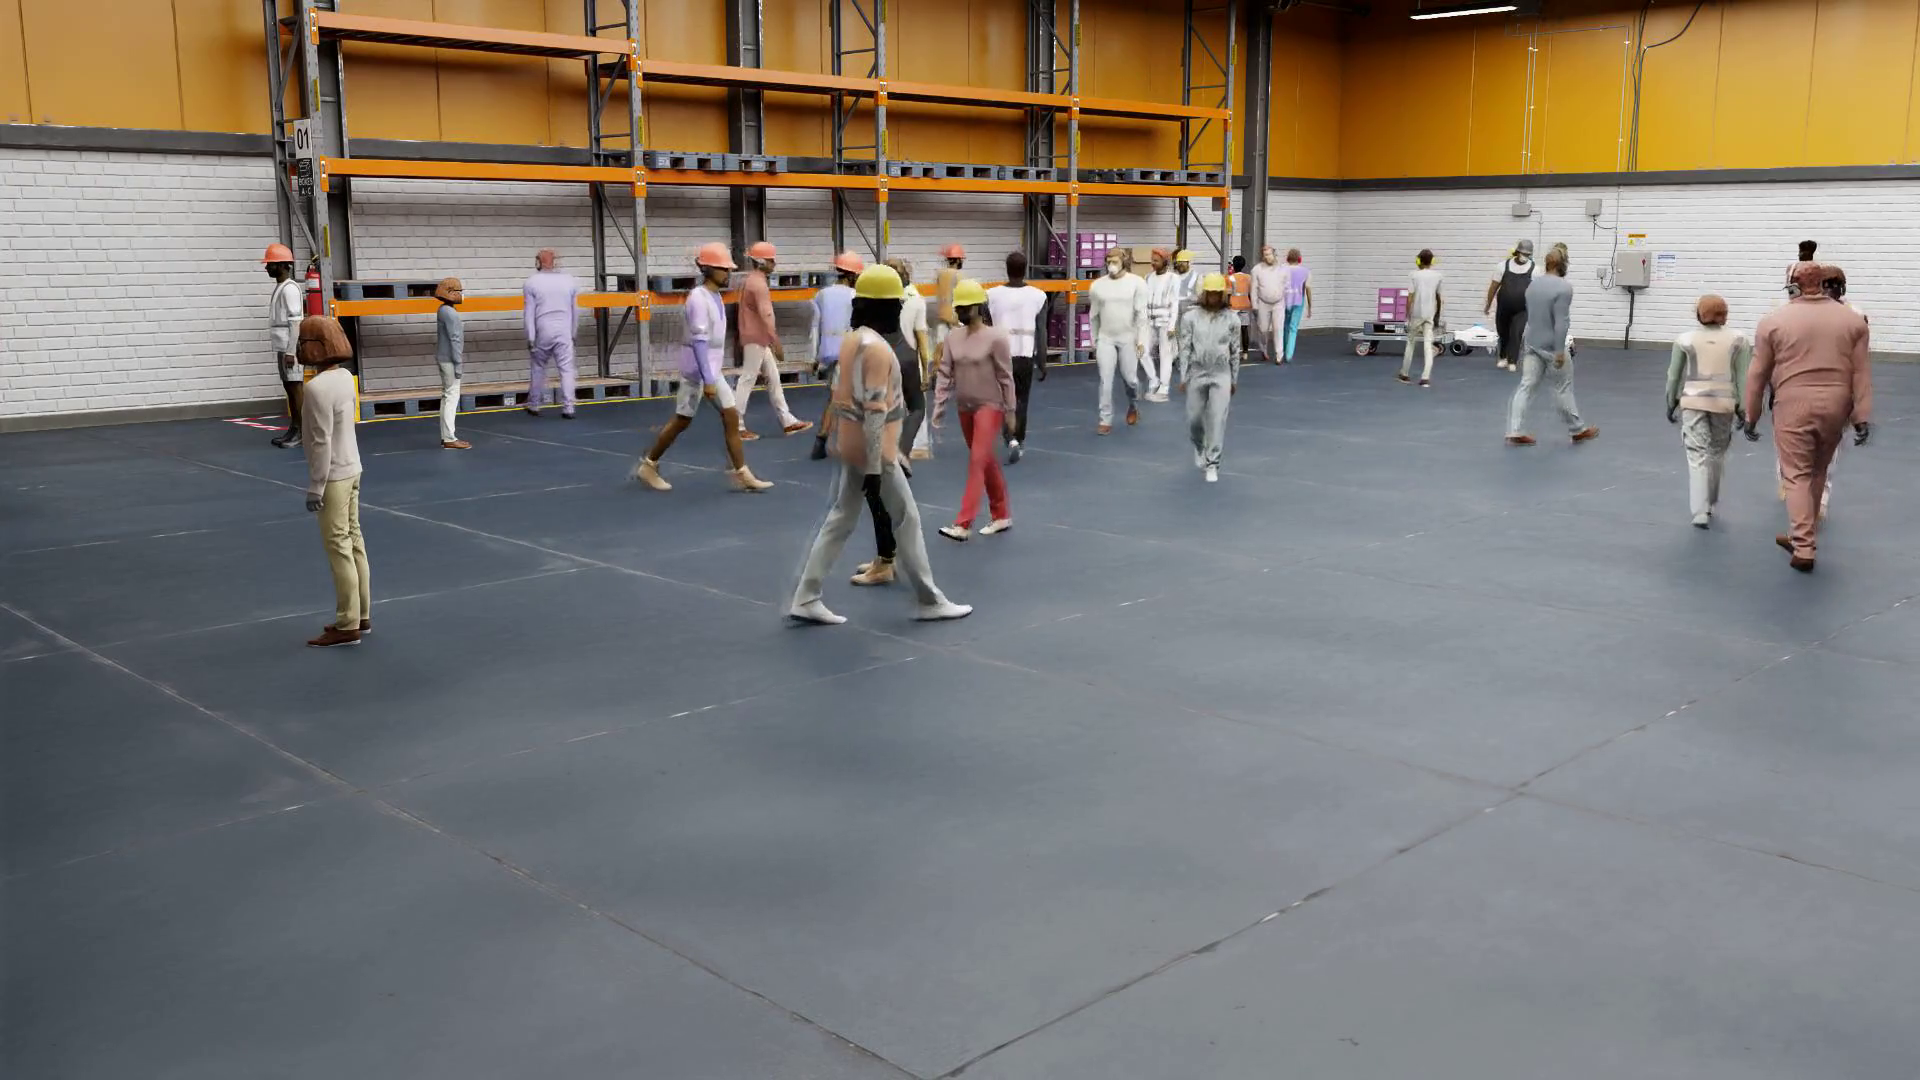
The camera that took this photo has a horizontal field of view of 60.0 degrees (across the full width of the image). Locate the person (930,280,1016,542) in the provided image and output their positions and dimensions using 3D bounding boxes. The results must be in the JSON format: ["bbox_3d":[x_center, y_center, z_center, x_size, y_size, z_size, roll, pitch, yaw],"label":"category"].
[{"bbox_3d":[0.061,-0.841,10.994,0.525,1.720,0.920,9,14,41],"label":"person"}]

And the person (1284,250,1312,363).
[{"bbox_3d":[5.331,-3.746,26.658,0.583,1.793,0.994,3,11,18],"label":"person"}]

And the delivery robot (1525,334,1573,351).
[{"bbox_3d":[9.517,-3.218,26.892,0.707,0.478,0.477,8,13,36],"label":"delivery robot"}]

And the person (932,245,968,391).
[{"bbox_3d":[-0.021,-2.915,21.843,0.957,1.888,0.569,-9,14,-41],"label":"person"}]

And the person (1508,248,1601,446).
[{"bbox_3d":[5.731,-1.839,15.975,0.991,1.890,0.655,-4,11,-20],"label":"person"}]

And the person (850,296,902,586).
[{"bbox_3d":[-0.503,-0.583,9.662,0.317,1.695,0.540,1,10,6],"label":"person"}]

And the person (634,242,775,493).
[{"bbox_3d":[-2.056,-1.338,13.020,1.113,1.981,0.615,2,11,11],"label":"person"}]

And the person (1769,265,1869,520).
[{"bbox_3d":[6.251,-1.098,12.165,0.628,1.819,0.844,4,11,21],"label":"person"}]

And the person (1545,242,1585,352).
[{"bbox_3d":[10.153,-4.057,28.068,0.958,1.892,0.636,3,11,15],"label":"person"}]

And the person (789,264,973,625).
[{"bbox_3d":[-0.451,-0.475,8.596,0.974,1.880,0.601,-4,11,-20],"label":"person"}]

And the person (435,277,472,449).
[{"bbox_3d":[-4.836,-1.677,15.827,0.279,1.624,0.494,-6,12,-28],"label":"person"}]

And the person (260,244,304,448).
[{"bbox_3d":[-6.438,-1.844,15.881,0.355,1.939,0.544,-6,12,-31],"label":"person"}]

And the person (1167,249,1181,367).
[{"bbox_3d":[3.330,-3.606,25.869,0.558,1.799,1.032,3,11,14],"label":"person"}]

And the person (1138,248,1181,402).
[{"bbox_3d":[2.393,-2.598,20.168,0.453,1.868,0.611,-9,14,-39],"label":"person"}]

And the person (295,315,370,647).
[{"bbox_3d":[-3.116,-0.293,8.244,0.282,1.636,0.500,-1,10,-4],"label":"person"}]

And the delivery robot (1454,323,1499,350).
[{"bbox_3d":[8.659,-3.398,27.870,0.707,0.478,0.477,7,12,32],"label":"delivery robot"}]

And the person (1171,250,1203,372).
[{"bbox_3d":[3.262,-3.397,24.733,0.605,1.796,0.826,7,12,32],"label":"person"}]

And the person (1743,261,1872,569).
[{"bbox_3d":[5.204,-0.771,10.259,0.668,1.859,0.936,1,10,6],"label":"person"}]

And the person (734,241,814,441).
[{"bbox_3d":[-1.879,-1.956,16.448,0.981,1.945,0.644,-2,11,-13],"label":"person"}]

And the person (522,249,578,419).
[{"bbox_3d":[-4.571,-2.288,18.521,0.671,1.854,0.988,-7,12,-32],"label":"person"}]

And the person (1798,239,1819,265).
[{"bbox_3d":[12.666,-3.517,24.942,0.427,1.955,0.629,8,13,39],"label":"person"}]

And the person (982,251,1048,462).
[{"bbox_3d":[0.489,-1.642,14.944,0.600,1.885,0.862,-1,10,-3],"label":"person"}]

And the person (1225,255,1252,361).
[{"bbox_3d":[4.482,-3.734,26.848,0.533,1.697,0.318,-5,11,-25],"label":"person"}]

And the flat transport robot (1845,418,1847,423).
[{"bbox_3d":[9.445,-1.463,18.354,0.652,0.197,1.431,6,12,29],"label":"flat transport robot"}]

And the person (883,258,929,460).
[{"bbox_3d":[-0.559,-1.617,14.976,0.617,1.816,0.659,-2,11,-12],"label":"person"}]

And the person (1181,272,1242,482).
[{"bbox_3d":[2.094,-1.375,13.885,0.494,1.726,0.641,2,11,11],"label":"person"}]

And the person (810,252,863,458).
[{"bbox_3d":[-1.089,-1.697,15.273,0.563,1.876,1.018,5,12,27],"label":"person"}]

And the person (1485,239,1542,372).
[{"bbox_3d":[8.360,-3.581,25.072,0.761,2.000,0.939,5,12,26],"label":"person"}]

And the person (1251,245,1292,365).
[{"bbox_3d":[4.930,-3.731,26.352,0.661,1.878,0.788,1,10,8],"label":"person"}]

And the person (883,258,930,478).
[{"bbox_3d":[-0.502,-1.382,13.637,0.534,1.836,0.417,3,11,17],"label":"person"}]

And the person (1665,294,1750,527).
[{"bbox_3d":[5.251,-0.922,11.732,0.524,1.598,0.820,3,11,15],"label":"person"}]

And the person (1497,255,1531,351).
[{"bbox_3d":[9.680,-4.191,29.009,0.463,1.812,0.600,4,11,22],"label":"person"}]

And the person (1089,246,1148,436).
[{"bbox_3d":[1.633,-2.044,17.045,0.641,1.915,0.783,3,11,18],"label":"person"}]

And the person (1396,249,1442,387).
[{"bbox_3d":[6.229,-3.005,22.511,0.564,1.821,0.942,-1,10,-4],"label":"person"}]
